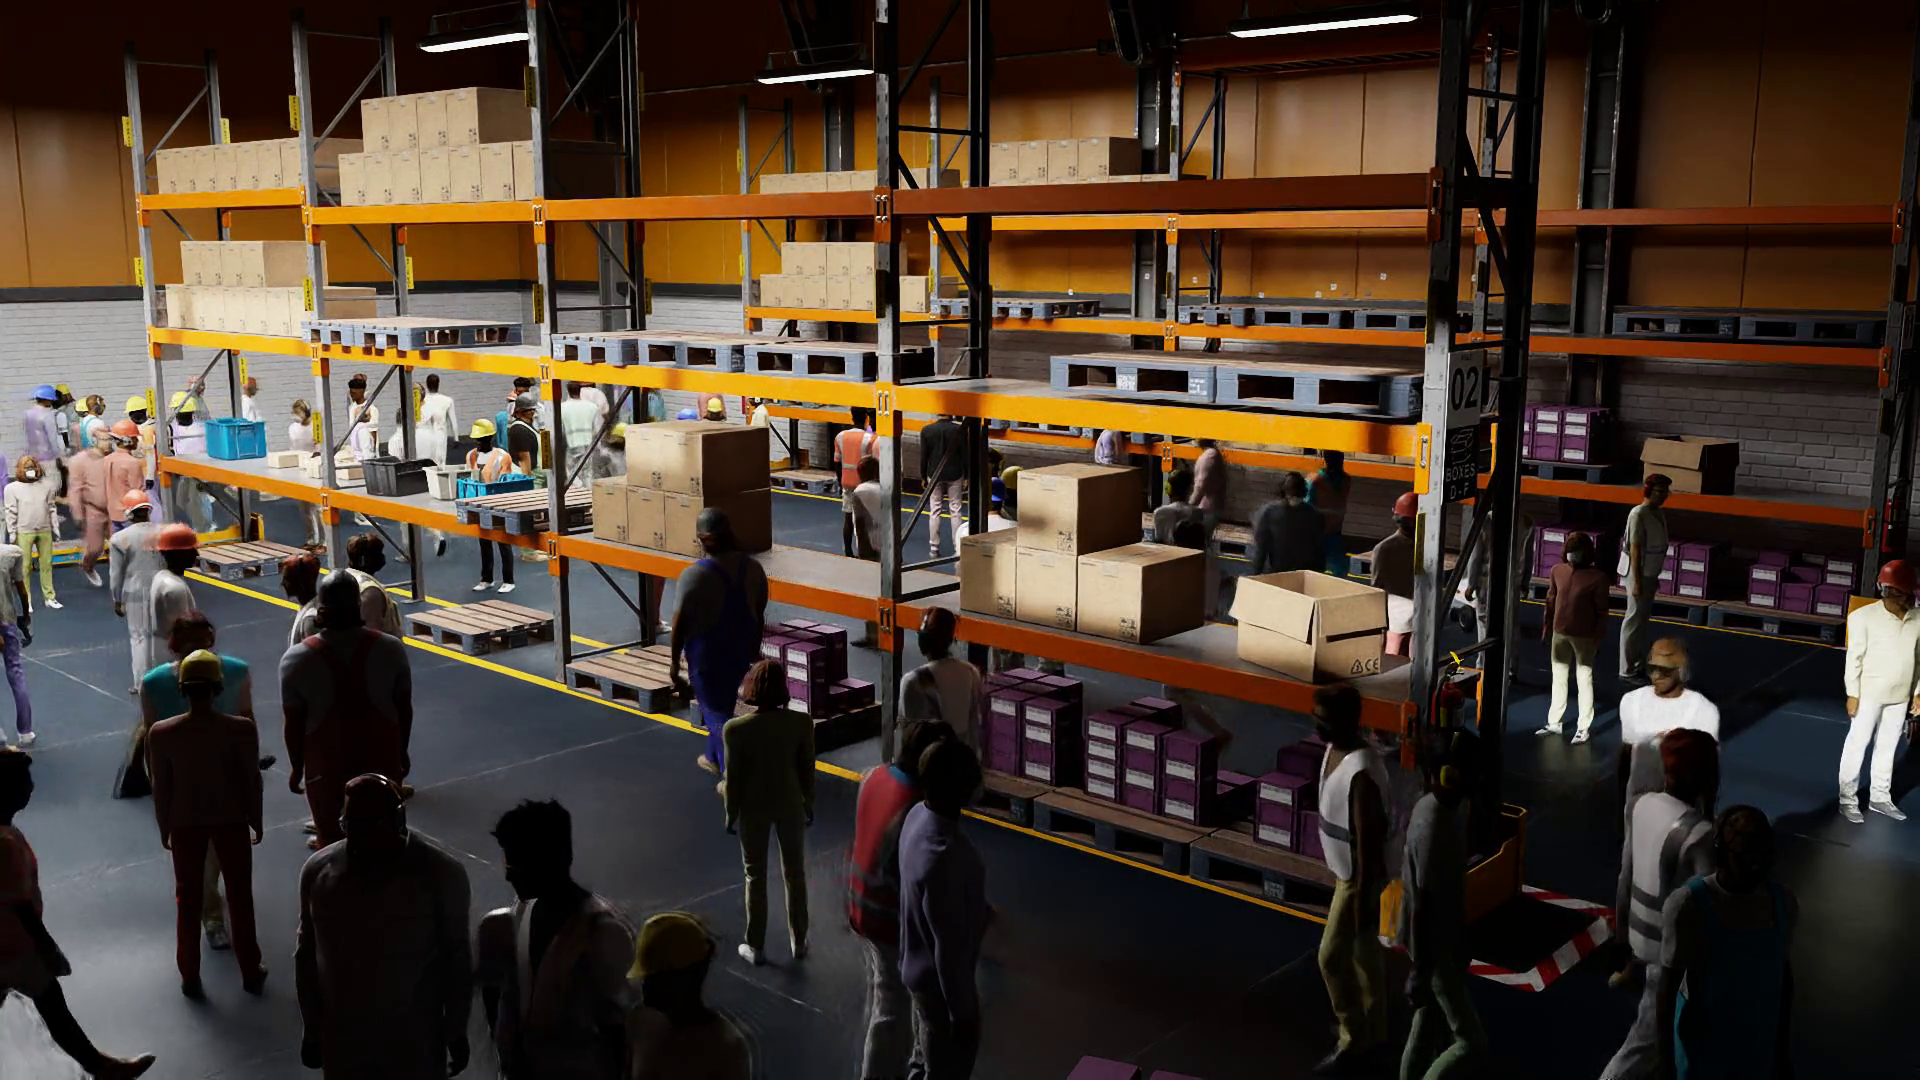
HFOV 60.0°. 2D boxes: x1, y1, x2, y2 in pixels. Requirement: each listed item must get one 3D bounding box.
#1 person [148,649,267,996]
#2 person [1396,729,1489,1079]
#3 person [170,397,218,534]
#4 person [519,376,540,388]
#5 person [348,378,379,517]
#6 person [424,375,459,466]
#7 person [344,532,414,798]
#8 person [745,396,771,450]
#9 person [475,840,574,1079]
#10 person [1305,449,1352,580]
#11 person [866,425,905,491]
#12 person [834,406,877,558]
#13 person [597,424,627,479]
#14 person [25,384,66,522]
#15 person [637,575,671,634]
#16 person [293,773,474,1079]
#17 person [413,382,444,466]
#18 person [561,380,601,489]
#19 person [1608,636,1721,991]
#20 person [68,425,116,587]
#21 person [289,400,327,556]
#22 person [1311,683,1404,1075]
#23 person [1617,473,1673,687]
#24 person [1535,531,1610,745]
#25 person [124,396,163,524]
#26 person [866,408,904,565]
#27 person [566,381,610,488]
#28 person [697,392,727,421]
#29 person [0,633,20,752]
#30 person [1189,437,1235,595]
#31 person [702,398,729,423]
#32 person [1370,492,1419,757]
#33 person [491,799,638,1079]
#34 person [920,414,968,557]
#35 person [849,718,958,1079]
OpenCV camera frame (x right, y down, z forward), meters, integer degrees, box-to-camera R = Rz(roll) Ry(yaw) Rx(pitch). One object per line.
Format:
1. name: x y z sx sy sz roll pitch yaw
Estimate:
1. person: -3.806 1.425 8.447 0.523 1.759 0.350 -2 10 -12
2. person: 1.979 1.668 6.809 0.416 1.854 0.512 3 10 17
3. person: -9.574 -0.827 20.710 0.605 1.916 0.420 10 14 43
4. person: -7.438 -2.100 28.696 0.315 1.639 0.515 8 13 38
5. person: -8.335 -1.292 23.259 0.600 1.958 0.382 9 14 43
6. person: -7.844 -1.543 24.921 0.617 1.859 1.028 -1 10 -7
7. person: -4.030 0.858 11.406 0.429 1.843 0.630 -8 13 -37
8. person: -2.955 -1.386 24.382 0.353 1.739 0.574 -2 10 -9
9. person: -1.534 1.862 6.255 0.534 1.647 0.826 -2 10 -12
10. person: 3.643 -0.026 16.344 0.612 1.854 1.019 -5 11 -28
11. person: -0.925 -0.915 21.205 0.390 1.923 0.552 10 14 44
12. person: -1.184 -0.657 19.618 0.617 1.962 0.361 5 11 28
13. person: -3.972 -0.519 19.580 0.498 1.687 0.894 -9 13 -40
14. person: -12.424 -1.135 22.446 0.661 1.920 0.613 8 13 37
15. person: -3.011 -0.026 16.223 0.386 1.904 0.603 -6 11 -28
16. person: -2.099 1.771 6.052 0.639 1.910 0.407 0 10 0
17. person: -7.328 -1.179 22.645 0.635 1.937 0.354 2 10 12
18. person: -5.402 -1.318 23.566 0.703 1.889 0.473 -6 12 -30
19. person: 3.661 1.367 8.599 0.518 1.823 0.803 9 13 41
20. person: -9.272 -0.318 17.939 0.694 1.879 0.678 8 13 40
21. person: -7.942 -0.768 20.377 0.651 1.918 0.419 5 11 28
22. person: 1.797 1.538 7.640 0.459 1.817 0.619 0 10 2
23. person: 5.900 0.333 14.380 0.388 1.838 0.563 8 13 37
24. person: 4.675 0.737 12.676 0.274 1.632 0.507 -8 13 -39
25. person: -10.200 -0.847 20.853 0.399 1.913 0.592 -7 12 -34
26. person: -0.894 -0.626 19.511 0.416 1.949 0.599 3 10 15
27. person: -5.501 -1.547 24.437 0.538 2.000 0.696 10 14 44
28. person: -3.766 -1.656 25.469 0.395 1.901 0.650 2 10 12
29. person: -7.279 0.634 12.105 0.672 2.000 0.536 0 10 -2
30. person: 2.667 -0.316 17.827 0.528 1.914 0.639 2 10 12
31. person: -3.302 -1.045 22.439 0.484 1.744 0.300 -2 10 -11
32. person: 3.302 0.619 12.358 0.618 1.986 0.408 -6 12 -31
33. person: -1.306 1.836 5.642 0.461 1.932 0.724 -10 14 -43
34. person: -0.176 -0.771 20.203 0.609 1.986 0.390 1 10 6
35. person: -0.203 1.638 7.094 0.580 1.807 0.655 -5 11 -25
